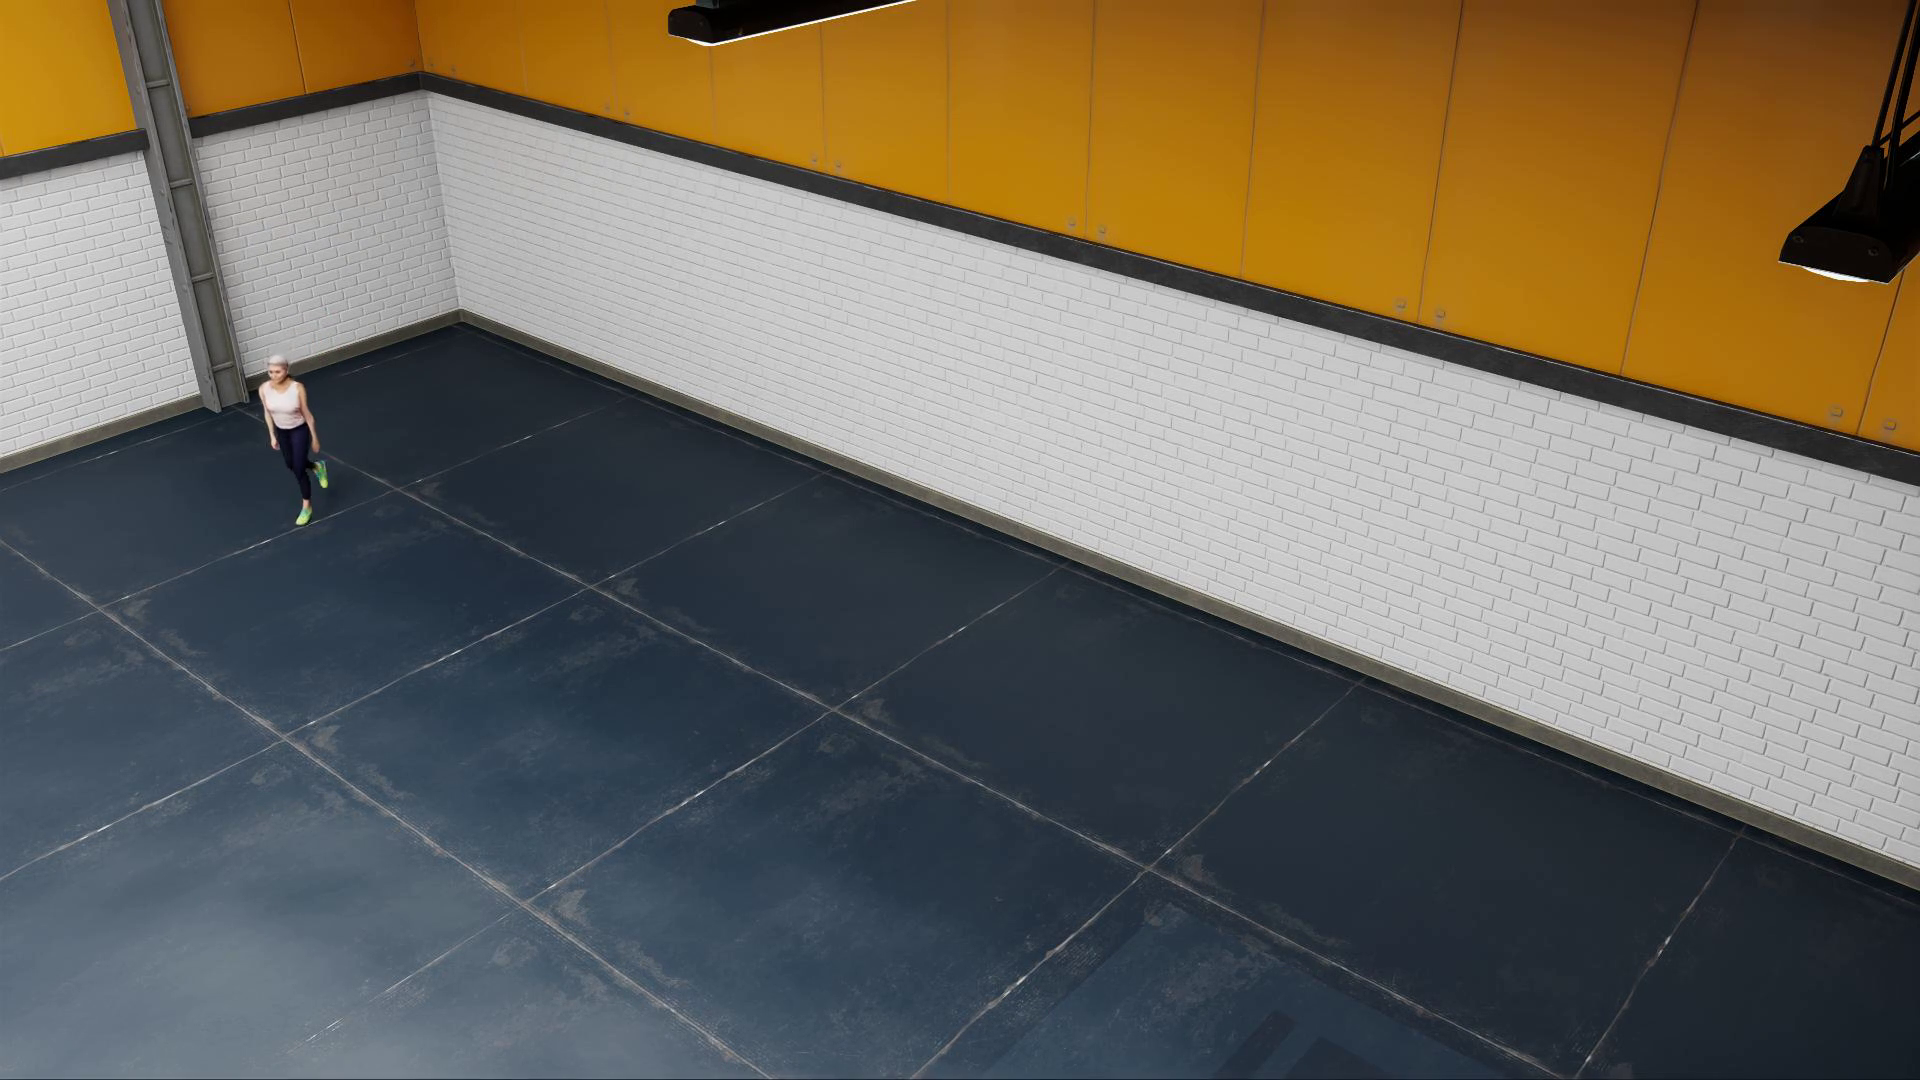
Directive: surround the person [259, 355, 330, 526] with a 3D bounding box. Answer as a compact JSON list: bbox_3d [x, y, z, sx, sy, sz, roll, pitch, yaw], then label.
[{"bbox_3d":[-6.259,-1.017,15.723,0.978,1.670,1.113,1,29,2],"label":"person"}]
